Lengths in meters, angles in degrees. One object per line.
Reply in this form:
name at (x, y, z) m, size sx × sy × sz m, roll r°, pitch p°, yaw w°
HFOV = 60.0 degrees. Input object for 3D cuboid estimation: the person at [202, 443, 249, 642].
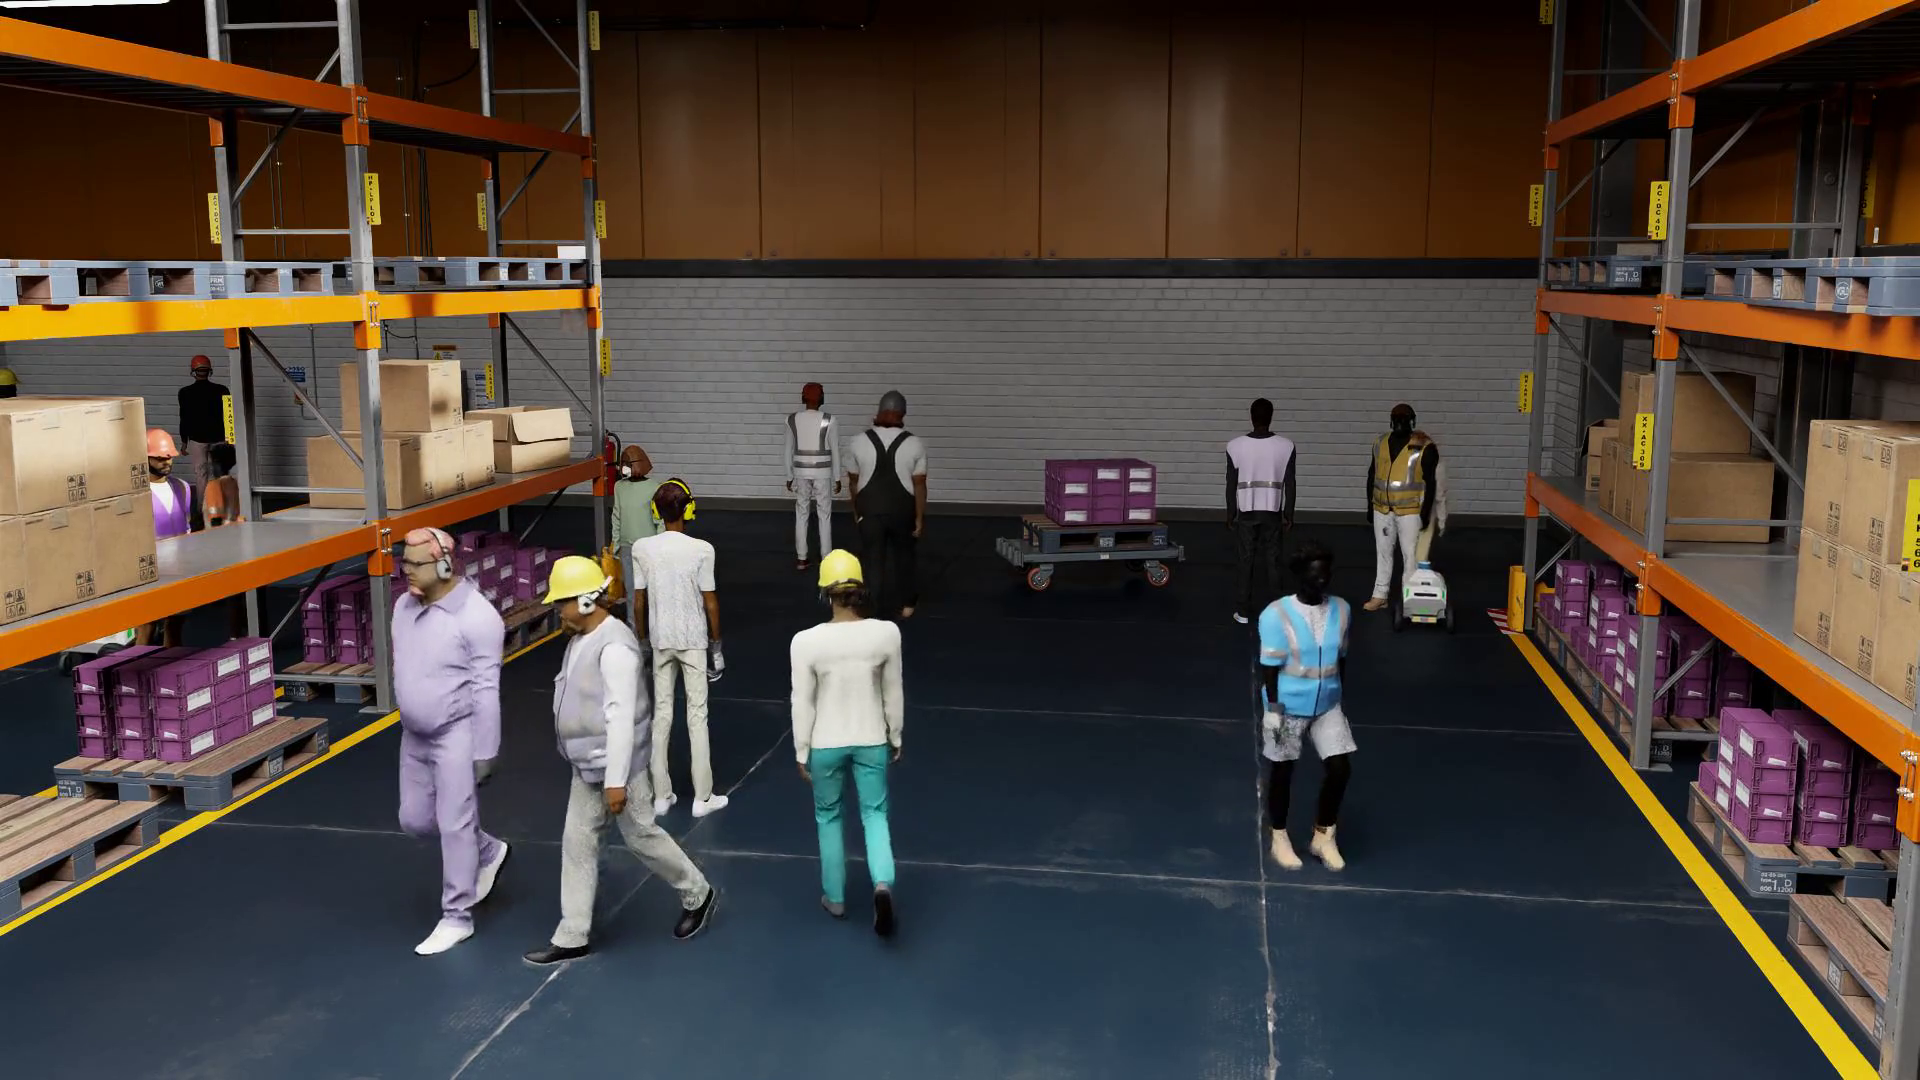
person at (-5.645, 0.098, 12.820) m, size 0.317 × 1.661 × 0.656 m, roll 0°, pitch 9°, yaw -2°

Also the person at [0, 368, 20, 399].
person at (-10.362, -0.904, 18.157) m, size 0.594 × 1.929 × 0.352 m, roll 7°, pitch 12°, yaw 39°

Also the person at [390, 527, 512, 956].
person at (-2.244, 0.861, 7.414) m, size 0.643 × 1.889 × 0.575 m, roll 6°, pitch 11°, yaw 32°

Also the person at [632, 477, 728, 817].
person at (-1.534, 0.588, 9.132) m, size 0.513 × 1.877 × 0.328 m, roll 2°, pitch 9°, yaw 12°

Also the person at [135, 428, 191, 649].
person at (-5.400, 0.207, 11.283) m, size 0.376 × 1.939 × 0.547 m, roll 4°, pitch 10°, yaw 25°

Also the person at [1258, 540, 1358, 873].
person at (1.715, 0.834, 8.213) m, size 0.536 × 1.681 × 0.503 m, roll -3°, pitch 10°, yaw -16°

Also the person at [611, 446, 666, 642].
person at (-2.531, 0.068, 13.078) m, size 0.508 × 1.632 × 0.264 m, roll 5°, pitch 11°, yaw 29°

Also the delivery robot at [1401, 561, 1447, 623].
delivery robot at (3.882, 0.422, 13.924) m, size 0.477 × 0.478 × 0.707 m, roll 2°, pitch 9°, yaw 13°

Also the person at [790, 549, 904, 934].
person at (-0.495, 0.914, 7.490) m, size 0.536 × 1.749 × 0.645 m, roll -2°, pitch 10°, yaw -15°

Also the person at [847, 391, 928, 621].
person at (-0.596, -0.290, 14.036) m, size 0.694 × 2.000 × 1.017 m, roll 1°, pitch 9°, yaw 6°

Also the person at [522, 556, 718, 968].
person at (-1.478, 0.940, 7.266) m, size 0.885 × 1.786 × 0.637 m, roll -6°, pitch 11°, yaw -31°

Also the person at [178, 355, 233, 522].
person at (-9.001, -1.212, 19.862) m, size 0.621 × 1.992 × 0.397 m, roll -9°, pitch 13°, yaw -43°

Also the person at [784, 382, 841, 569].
person at (-1.470, -0.640, 16.677) m, size 0.585 × 1.882 × 0.337 m, roll 2°, pitch 9°, yaw 12°

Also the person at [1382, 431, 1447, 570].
person at (3.917, -0.132, 14.419) m, size 0.512 × 1.600 × 0.768 m, roll 5°, pitch 11°, yaw 30°

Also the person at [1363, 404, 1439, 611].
person at (3.824, -0.269, 14.523) m, size 0.633 × 1.842 × 0.429 m, roll 8°, pitch 12°, yaw 42°

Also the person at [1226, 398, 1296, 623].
person at (2.541, -0.239, 14.089) m, size 0.592 × 1.922 × 0.392 m, roll 1°, pitch 9°, yaw 7°

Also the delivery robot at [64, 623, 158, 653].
delivery robot at (-6.351, 0.674, 12.372) m, size 0.707 × 0.478 × 0.477 m, roll 2°, pitch 9°, yaw 14°
